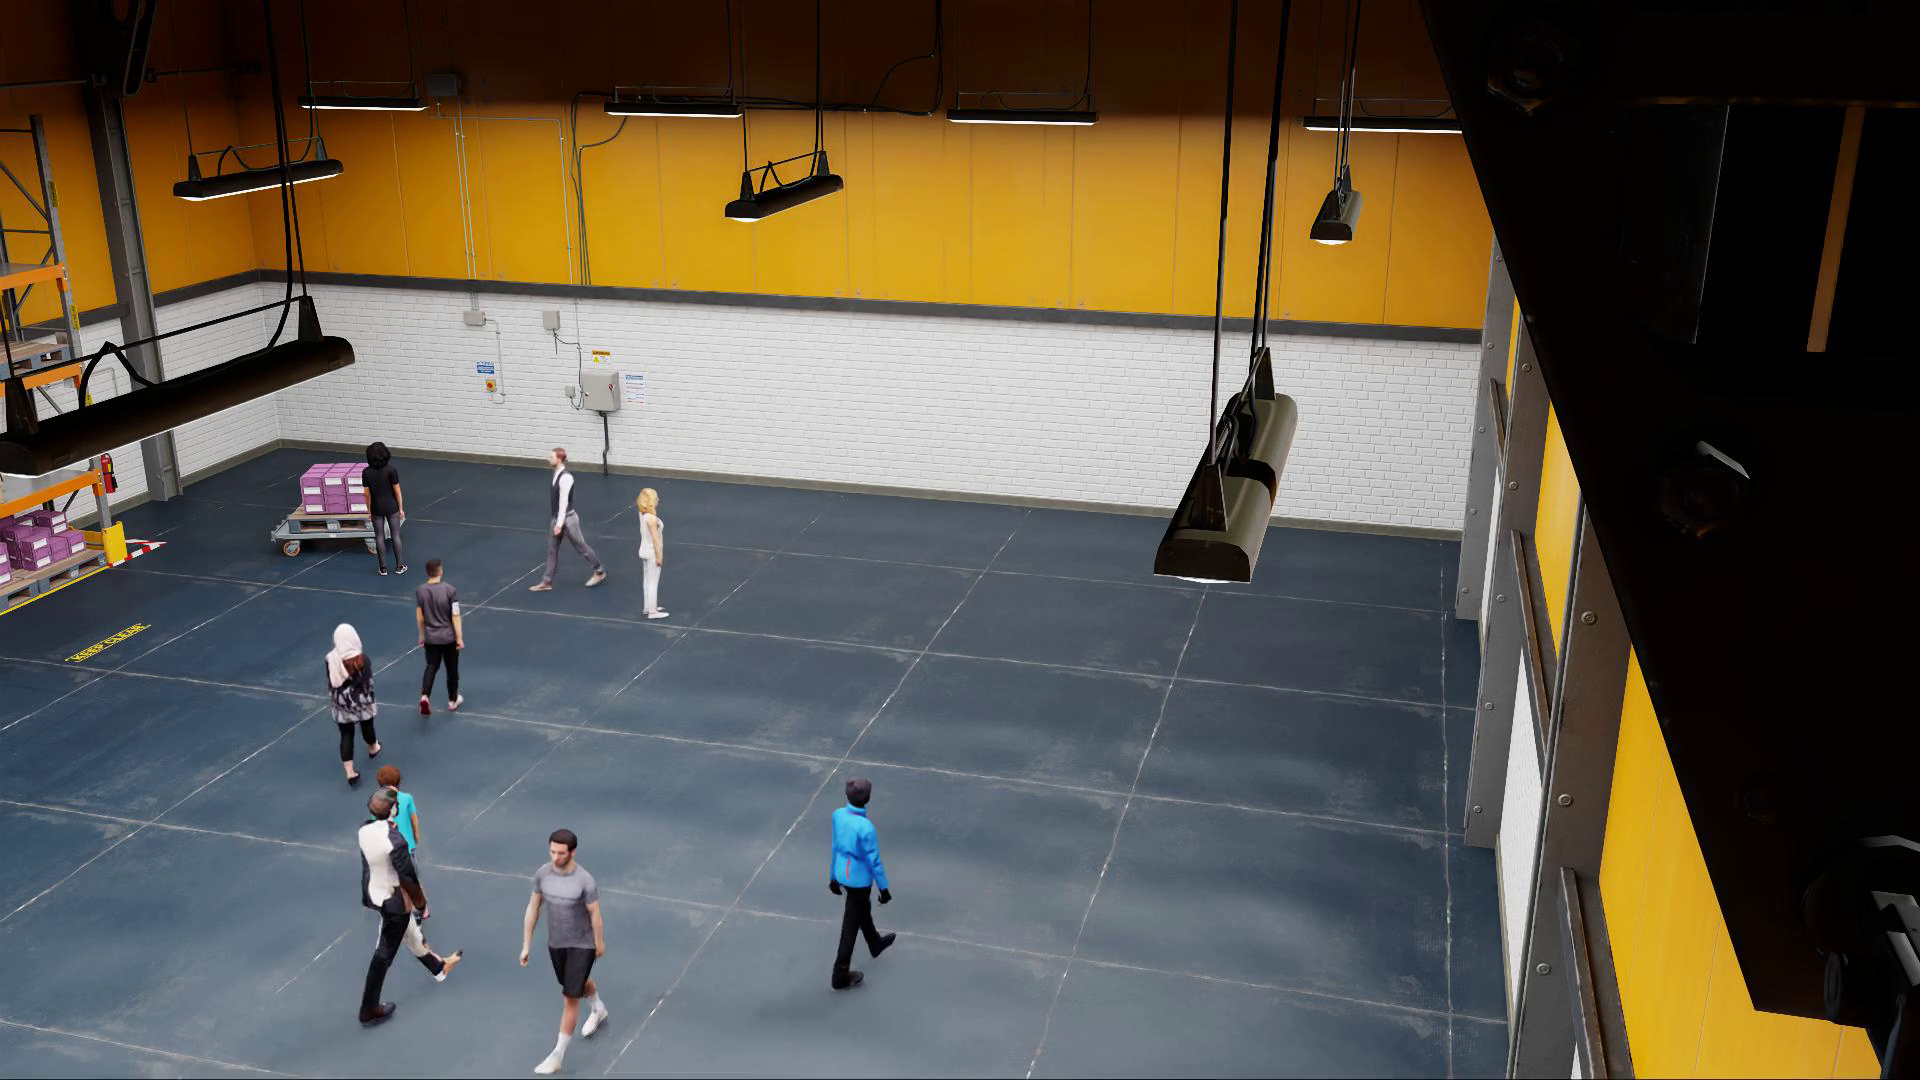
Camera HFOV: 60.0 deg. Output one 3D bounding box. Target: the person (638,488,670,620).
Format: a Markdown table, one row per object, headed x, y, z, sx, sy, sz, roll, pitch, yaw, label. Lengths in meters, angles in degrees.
| x | y | z | sx | sy | sz | roll | pitch | yaw | label |
| --- | --- | --- | --- | --- | --- | --- | --- | --- | --- |
| -3.875 | 0.151 | 20.799 | 0.748 | 1.670 | 0.687 | -10 | 21 | -28 | person |

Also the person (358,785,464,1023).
| x | y | z | sx | sy | sz | roll | pitch | yaw | label |
| --- | --- | --- | --- | --- | --- | --- | --- | --- | --- |
| -4.397 | 2.802 | 12.658 | 1.078 | 1.841 | 1.315 | 16 | 25 | 40 | person |

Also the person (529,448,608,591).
| x | y | z | sx | sy | sz | roll | pitch | yaw | label |
| --- | --- | --- | --- | --- | --- | --- | --- | --- | --- |
| -5.045 | -0.263 | 21.670 | 1.299 | 1.897 | 1.180 | -12 | 22 | -32 | person |

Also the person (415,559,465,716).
| x | y | z | sx | sy | sz | roll | pitch | yaw | label |
| --- | --- | --- | --- | --- | --- | --- | --- | --- | --- |
| -5.634 | 1.081 | 17.907 | 0.742 | 1.752 | 0.995 | 2 | 19 | 5 | person |

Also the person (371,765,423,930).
| x | y | z | sx | sy | sz | roll | pitch | yaw | label |
| --- | --- | --- | --- | --- | --- | --- | --- | --- | --- |
| -4.700 | 2.593 | 13.947 | 0.950 | 1.413 | 0.992 | -11 | 22 | -30 | person |

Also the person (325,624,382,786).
| x | y | z | sx | sy | sz | roll | pitch | yaw | label |
| --- | --- | --- | --- | --- | --- | --- | --- | --- | --- |
| -6.047 | 1.651 | 16.475 | 0.858 | 1.585 | 1.162 | -1 | 19 | -2 | person |

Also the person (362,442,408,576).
| x | y | z | sx | sy | sz | roll | pitch | yaw | label |
| --- | --- | --- | --- | --- | --- | --- | --- | --- | --- |
| -7.712 | -0.431 | 22.264 | 0.706 | 1.836 | 0.692 | -4 | 19 | -12 | person |

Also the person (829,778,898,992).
| x | y | z | sx | sy | sz | roll | pitch | yaw | label |
| --- | --- | --- | --- | --- | --- | --- | --- | --- | --- |
| -0.902 | 2.715 | 13.029 | 1.124 | 1.767 | 0.980 | -16 | 24 | -39 | person |

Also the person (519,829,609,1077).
| x | y | z | sx | sy | sz | roll | pitch | yaw | label |
| --- | --- | --- | --- | --- | --- | --- | --- | --- | --- |
| -2.817 | 2.929 | 12.306 | 0.778 | 1.824 | 1.246 | 8 | 20 | 22 | person |
